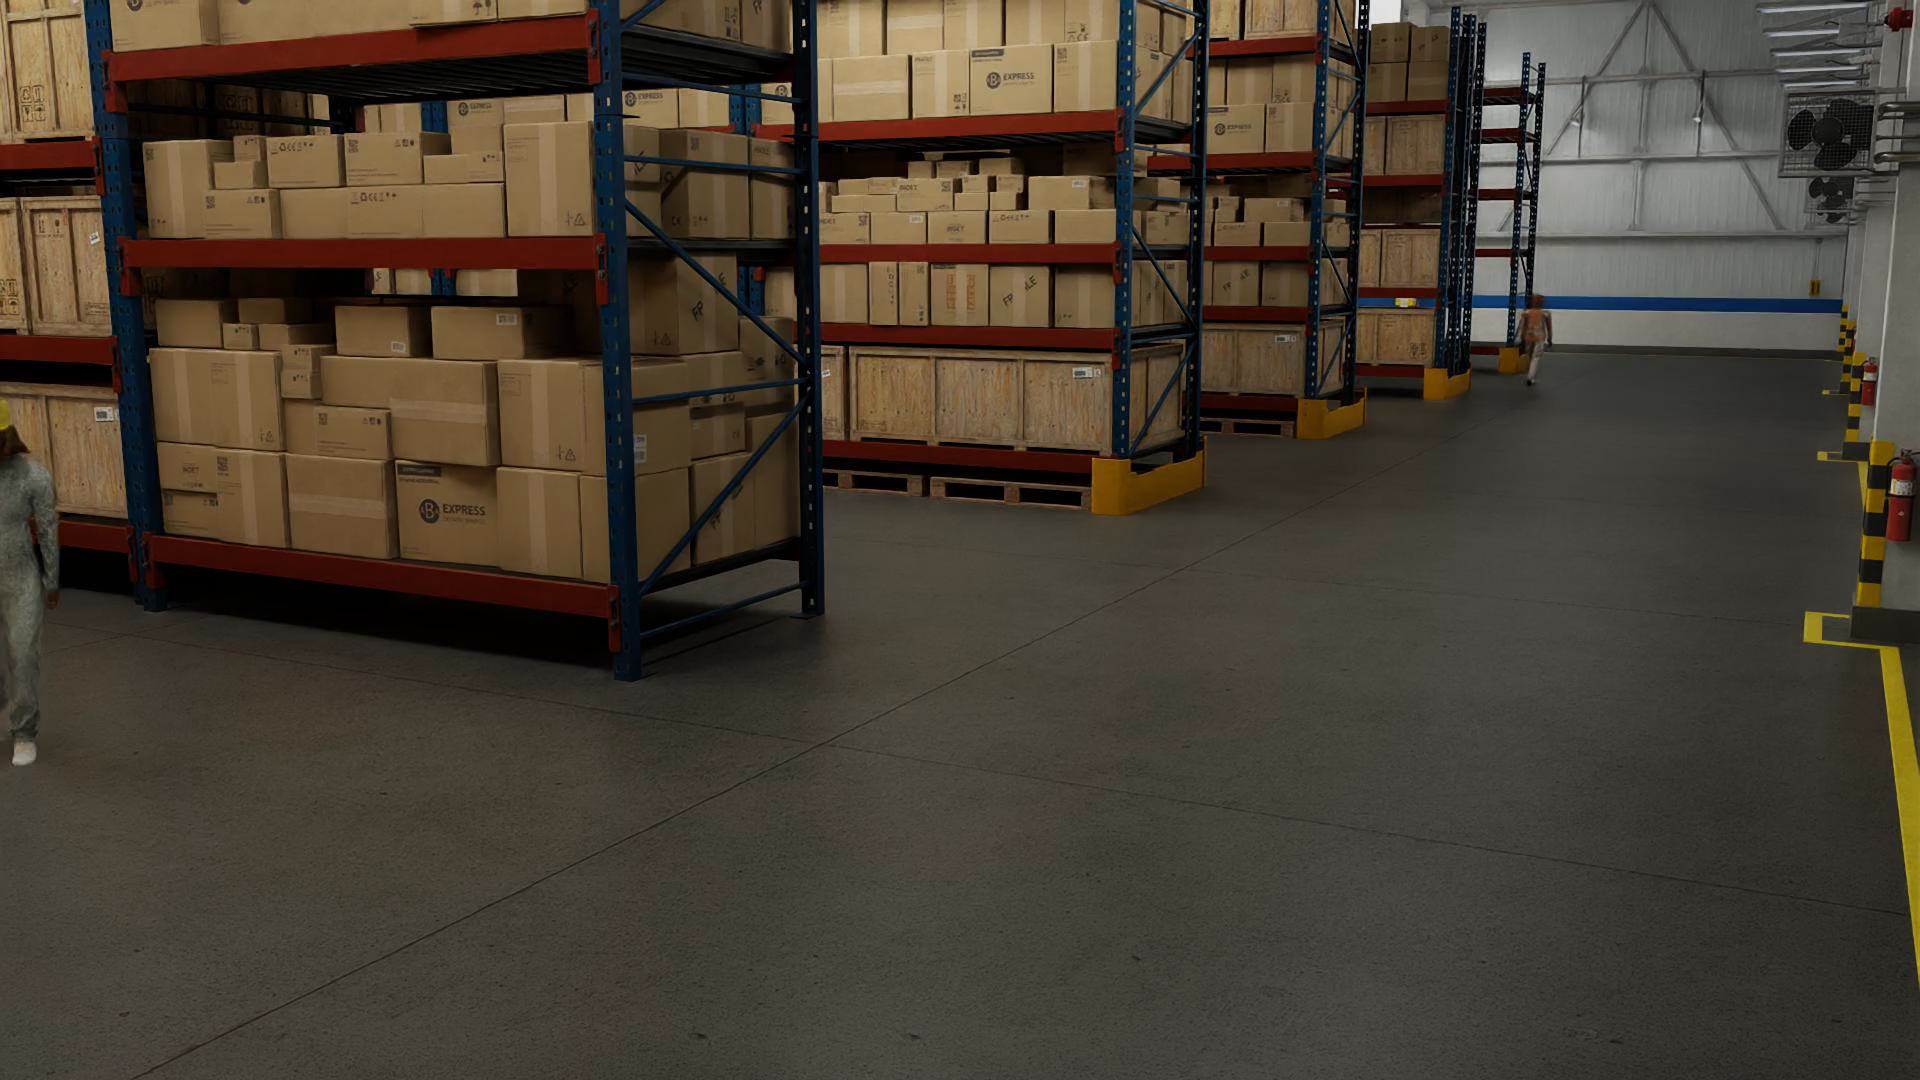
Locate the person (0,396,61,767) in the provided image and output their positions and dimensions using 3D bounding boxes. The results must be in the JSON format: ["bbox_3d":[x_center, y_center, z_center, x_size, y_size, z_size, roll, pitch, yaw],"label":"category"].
[{"bbox_3d":[-4.375,0.172,7.578,0.522,1.717,0.512,-4,11,-23],"label":"person"}]

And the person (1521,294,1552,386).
[{"bbox_3d":[10.162,-3.532,29.380,0.527,1.606,0.806,7,12,35],"label":"person"}]
